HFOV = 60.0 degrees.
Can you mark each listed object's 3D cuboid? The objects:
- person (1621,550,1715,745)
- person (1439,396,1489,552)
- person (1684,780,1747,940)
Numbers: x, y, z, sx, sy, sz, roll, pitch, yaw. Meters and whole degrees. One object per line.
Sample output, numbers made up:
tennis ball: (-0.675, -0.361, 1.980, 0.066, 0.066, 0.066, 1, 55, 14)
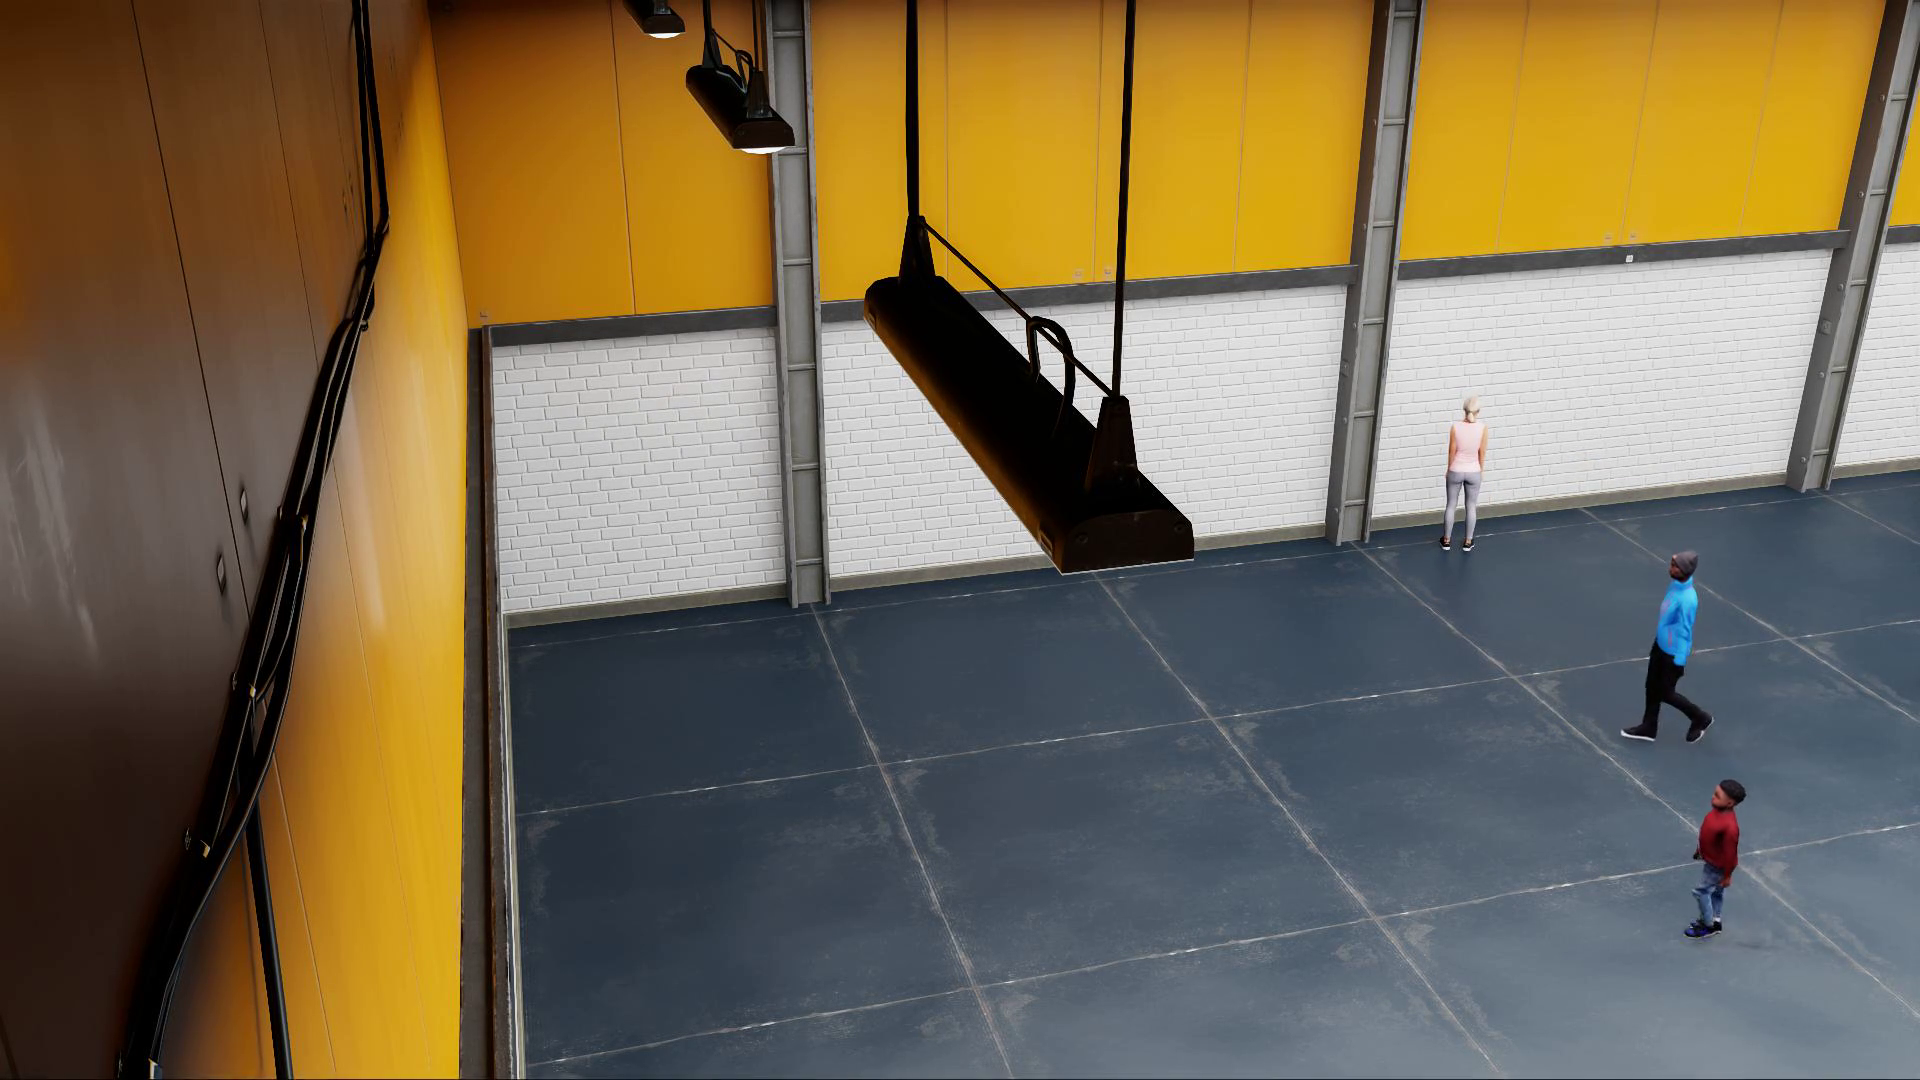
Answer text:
person: (6.050, 0.928, 13.940, 1.005, 1.778, 0.803, 2, 24, 5)
person: (5.390, -0.716, 17.766, 0.603, 1.726, 0.703, 6, 24, 13)
person: (5.362, 2.233, 11.616, 0.623, 1.247, 0.592, 6, 24, 14)
